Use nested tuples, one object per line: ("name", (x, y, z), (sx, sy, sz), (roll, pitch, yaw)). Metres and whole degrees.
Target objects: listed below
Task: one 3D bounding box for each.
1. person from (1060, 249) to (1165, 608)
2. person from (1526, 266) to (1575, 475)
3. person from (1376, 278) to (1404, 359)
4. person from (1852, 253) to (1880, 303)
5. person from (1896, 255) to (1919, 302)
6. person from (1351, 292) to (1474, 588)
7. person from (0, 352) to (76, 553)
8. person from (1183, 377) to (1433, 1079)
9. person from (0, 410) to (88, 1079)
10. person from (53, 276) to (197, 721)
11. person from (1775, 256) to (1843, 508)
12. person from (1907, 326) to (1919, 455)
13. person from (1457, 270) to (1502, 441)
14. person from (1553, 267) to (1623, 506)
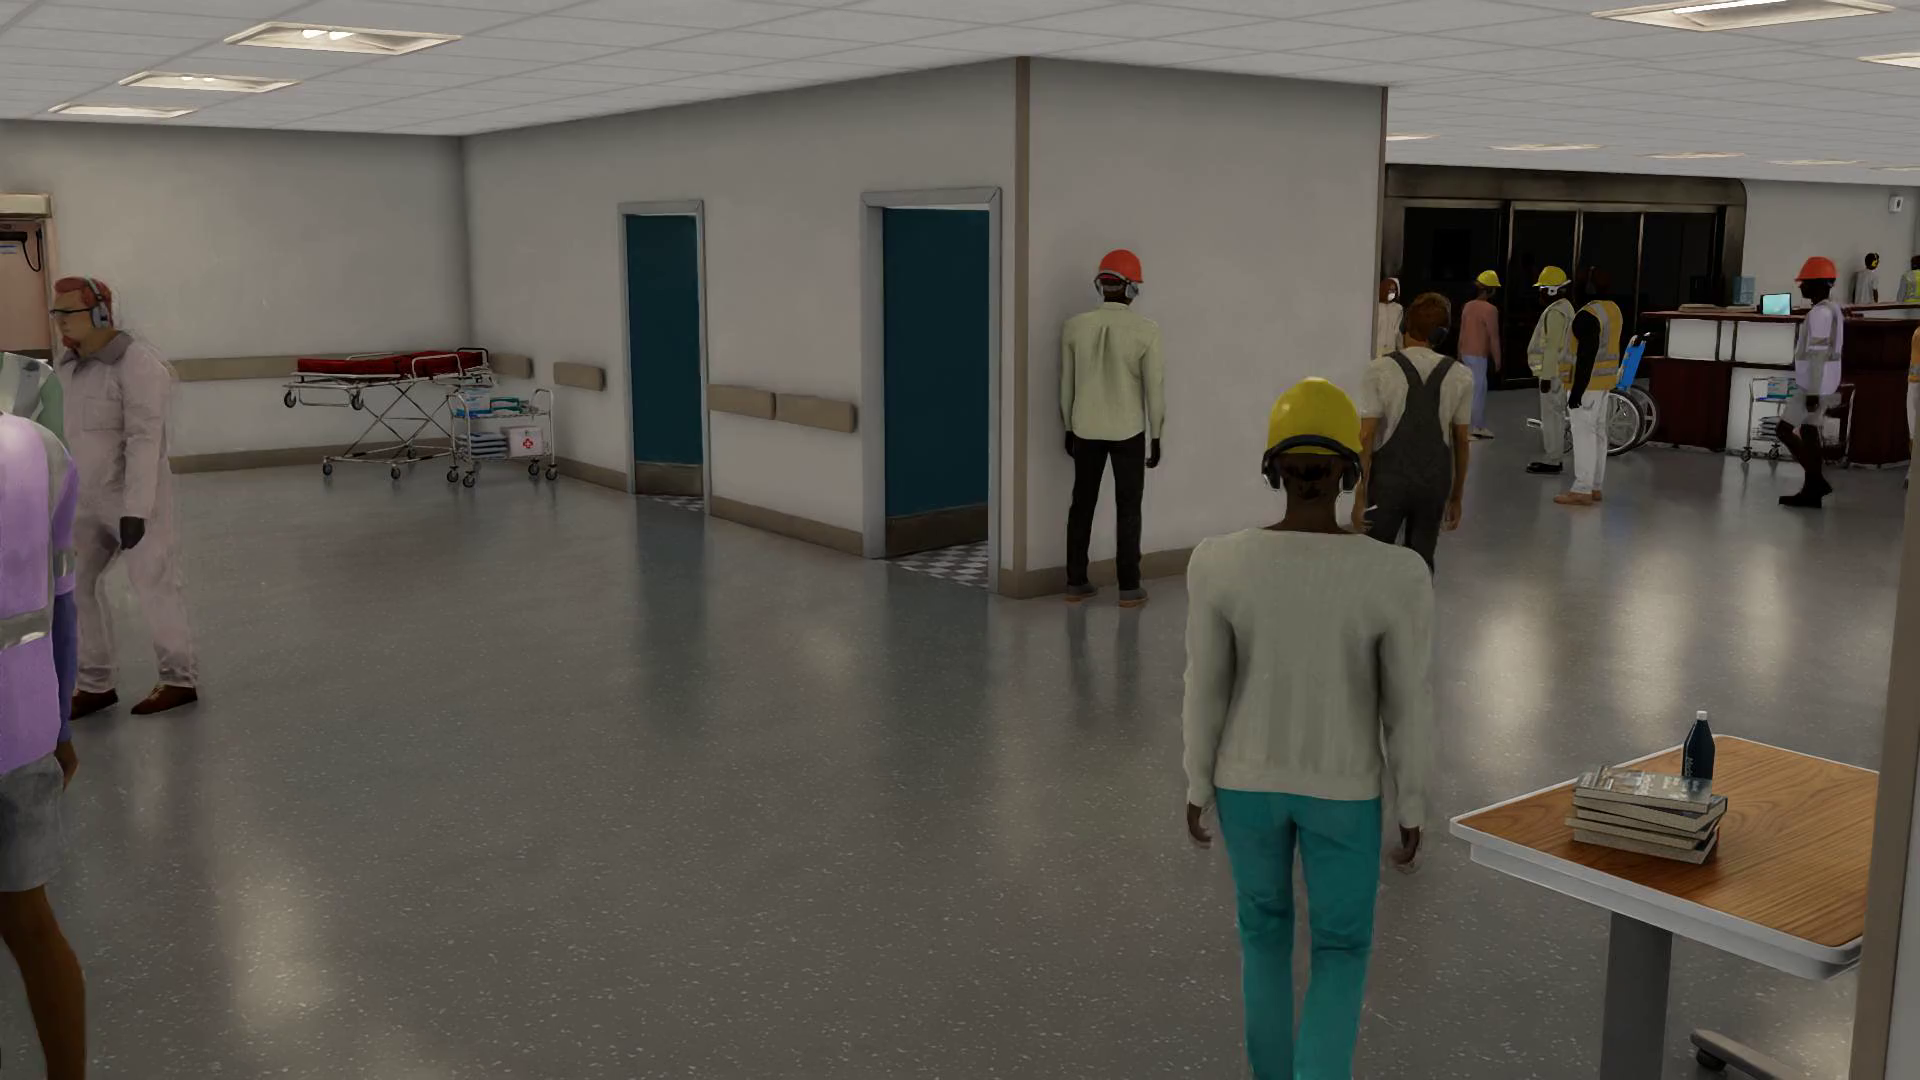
("person", (0.847, -0.618, 9.298), (0.626, 1.987, 0.398), (5, 11, 24))
("person", (5.198, -1.488, 14.636), (0.403, 1.824, 0.598), (5, 11, 25))
("person", (4.848, -2.174, 19.042), (0.504, 1.627, 0.286), (-3, 11, -17))
("person", (15.459, -3.962, 28.414), (0.336, 1.856, 0.524), (-4, 11, -20))
("person", (15.483, -3.698, 26.996), (0.630, 1.837, 0.429), (-1, 10, -6))
("person", (2.016, -0.200, 7.458), (0.551, 1.804, 0.455), (0, 10, 1))
("person", (-3.639, -0.048, 6.208), (0.603, 1.949, 0.397), (-5, 11, -25))
("person", (0.716, 0.533, 3.531), (0.530, 1.746, 0.713), (4, 11, 19))
("person", (-2.067, 0.412, 3.420), (0.403, 2.031, 0.613), (2, 10, 9))
("person", (-3.621, -0.157, 7.006), (0.656, 1.880, 0.713), (4, 11, 23))
("person", (6.482, -1.191, 12.691), (0.409, 1.918, 0.564), (7, 12, 35))
("person", (5.713, -0.630, 9.522), (0.375, 1.930, 0.542), (-7, 12, -34))
("person", (5.362, -1.875, 17.020), (0.692, 1.739, 0.547), (-3, 10, -15))
("person", (4.863, -1.188, 12.905), (0.429, 1.840, 0.637), (8, 13, 38))
